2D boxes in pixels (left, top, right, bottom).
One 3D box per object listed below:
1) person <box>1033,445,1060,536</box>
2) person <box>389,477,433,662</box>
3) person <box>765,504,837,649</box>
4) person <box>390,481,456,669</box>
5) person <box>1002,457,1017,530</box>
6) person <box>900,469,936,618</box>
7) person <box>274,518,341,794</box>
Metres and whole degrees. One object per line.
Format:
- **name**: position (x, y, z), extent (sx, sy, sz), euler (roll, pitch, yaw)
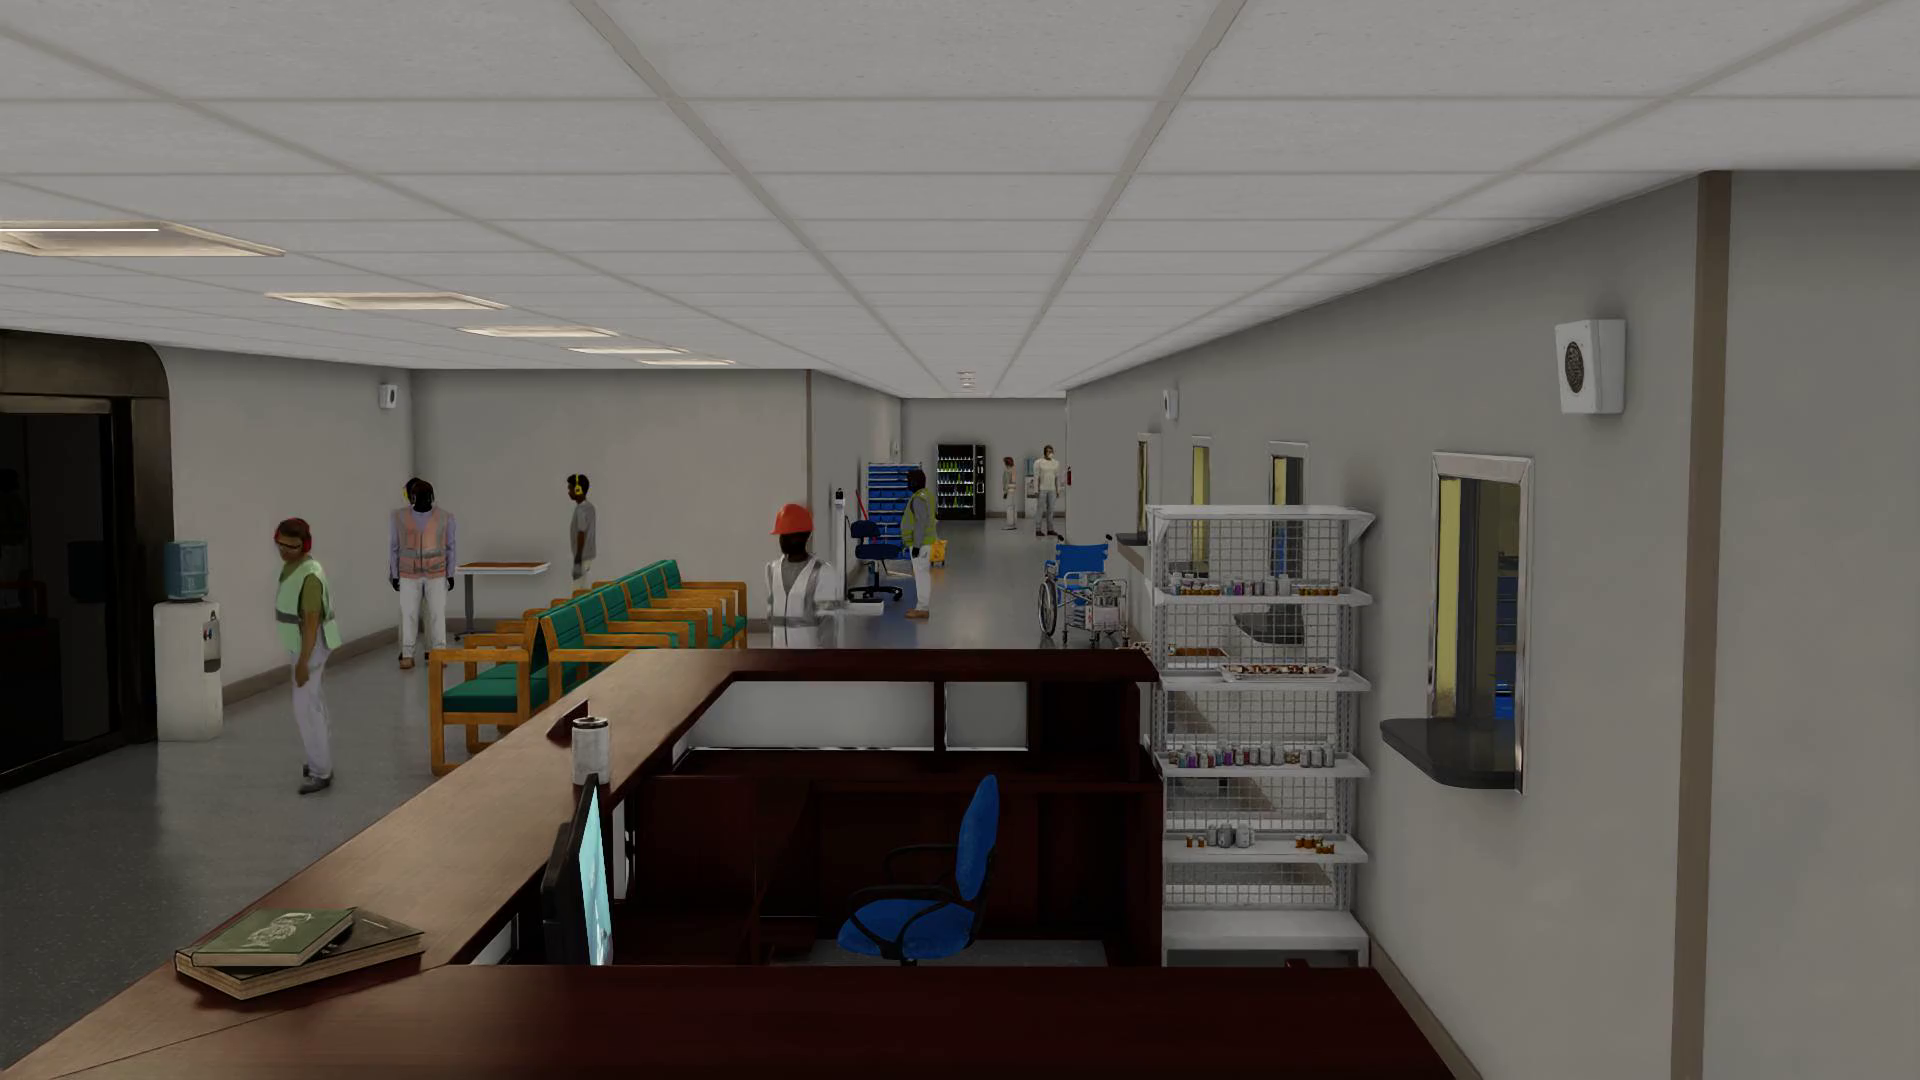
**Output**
- **person**: position (1.827, -1.039, 35.046), extent (0.628, 1.932, 0.371), euler (-2, 5, -28)
- **person**: position (-5.484, 0.300, 16.759), extent (0.526, 1.861, 0.321), euler (-1, 4, -17)
- **person**: position (-1.066, 0.725, 10.516), extent (0.571, 1.887, 0.993), euler (2, 5, 29)
- **person**: position (-5.251, 0.342, 16.271), extent (0.625, 1.844, 0.429), euler (-1, 4, -14)
- **person**: position (1.107, -1.040, 37.065), extent (0.310, 1.636, 0.523), euler (2, 4, 23)
- **person**: position (-0.514, 0.047, 20.434), extent (0.430, 1.841, 0.624), euler (0, 4, 5)
- **person**: position (-4.314, 0.742, 10.941), extent (0.408, 1.802, 0.749), euler (-3, 5, -32)
